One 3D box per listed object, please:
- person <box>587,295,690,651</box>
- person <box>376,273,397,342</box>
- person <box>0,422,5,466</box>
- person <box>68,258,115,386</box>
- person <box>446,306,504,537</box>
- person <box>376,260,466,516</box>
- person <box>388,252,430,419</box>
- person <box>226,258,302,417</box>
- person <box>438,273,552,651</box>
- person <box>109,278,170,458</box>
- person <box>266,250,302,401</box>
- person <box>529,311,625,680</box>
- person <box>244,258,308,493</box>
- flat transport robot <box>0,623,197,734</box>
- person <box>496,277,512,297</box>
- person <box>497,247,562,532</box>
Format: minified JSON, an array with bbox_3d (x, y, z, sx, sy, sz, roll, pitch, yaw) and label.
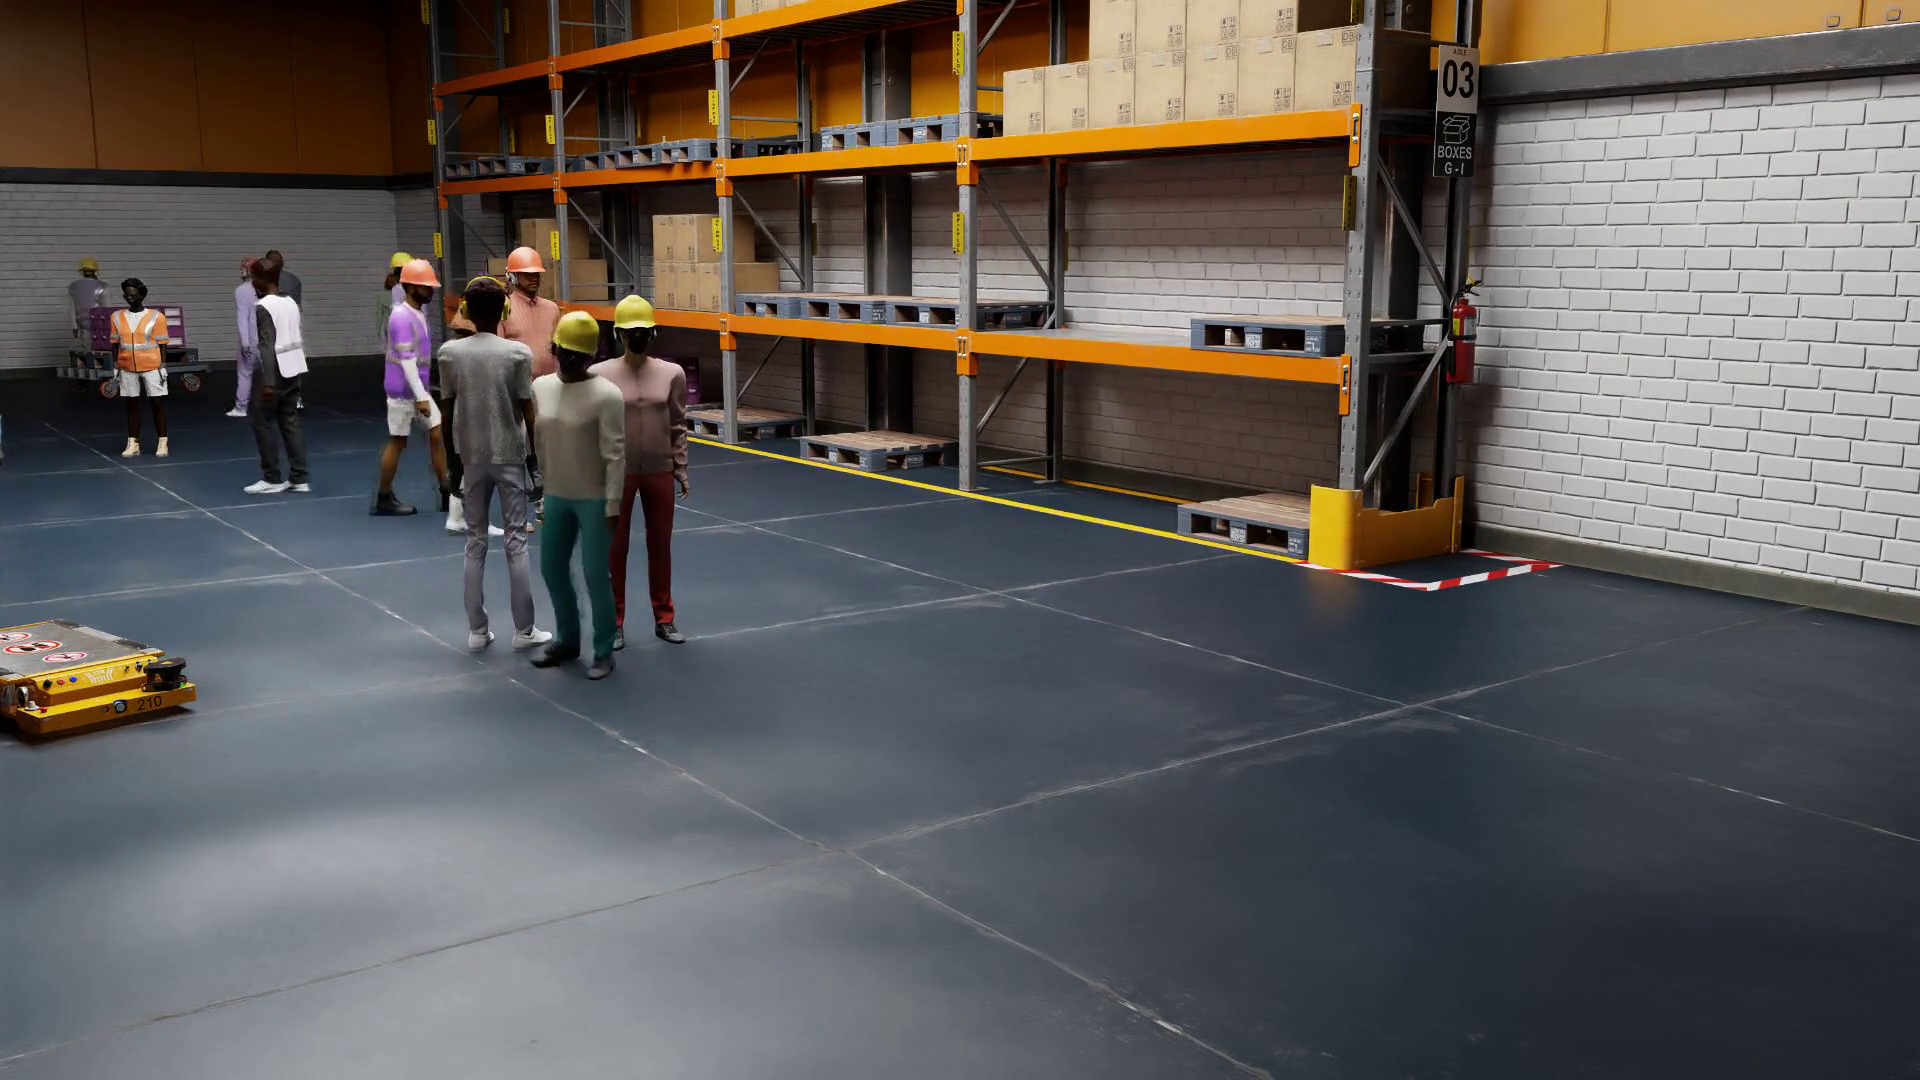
[{"bbox_3d":[-1.608,-0.335,8.336,0.525,1.769,0.311,-5,11,-25],"label":"person"},{"bbox_3d":[-8.100,-3.021,23.852,0.524,1.596,0.759,-5,11,-27],"label":"person"},{"bbox_3d":[-5.953,-0.534,9.820,0.544,1.625,0.382,-3,11,-18],"label":"person"},{"bbox_3d":[-12.062,-3.015,23.196,0.602,1.824,0.502,0,10,0],"label":"person"},{"bbox_3d":[-3.352,-0.819,11.429,0.528,1.627,0.312,7,12,34],"label":"person"},{"bbox_3d":[-3.979,-1.111,12.327,0.869,1.892,0.605,0,10,-1],"label":"person"},{"bbox_3d":[-6.356,-2.350,19.178,0.413,1.919,0.604,4,11,19],"label":"person"},{"bbox_3d":[-8.109,-2.337,19.298,0.986,1.865,0.663,4,11,24],"label":"person"},{"bbox_3d":[-2.309,-0.371,8.252,0.514,1.871,0.328,1,10,5],"label":"person"},{"bbox_3d":[-7.762,-1.623,15.746,0.525,1.697,0.318,-1,10,-7],"label":"person"},{"bbox_3d":[-8.687,-2.725,21.244,0.370,1.938,0.631,5,11,27],"label":"person"},{"bbox_3d":[-1.756,-0.195,7.659,0.571,1.722,0.446,5,11,25],"label":"person"},{"bbox_3d":[-5.581,-1.323,13.476,0.549,1.900,0.639,0,10,2],"label":"person"},{"bbox_3d":[-4.074,0.579,7.404,1.431,0.197,0.652,8,13,38],"label":"flat transport robot"},{"bbox_3d":[-5.396,-2.276,19.613,0.495,1.626,0.284,-10,14,-44],"label":"person"},{"bbox_3d":[-3.037,-1.056,11.733,0.381,1.994,0.614,8,13,36],"label":"person"}]
